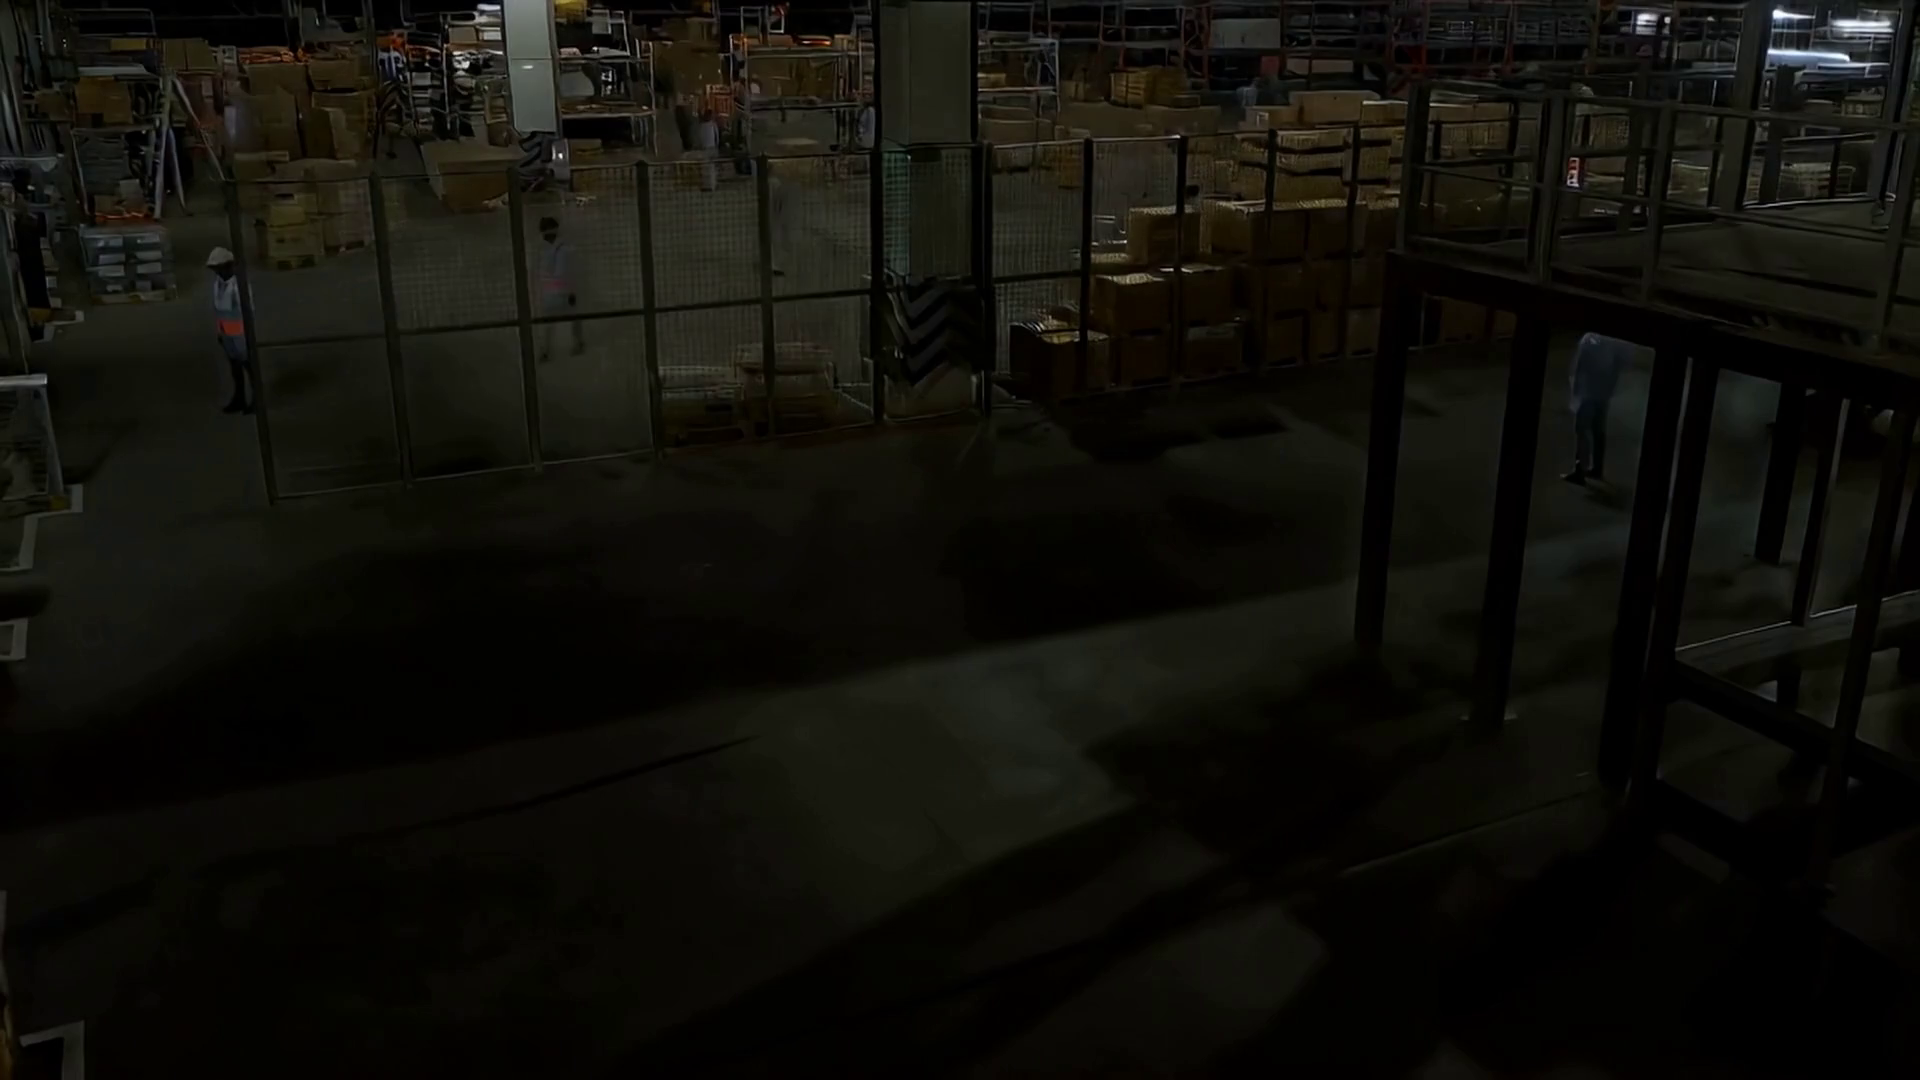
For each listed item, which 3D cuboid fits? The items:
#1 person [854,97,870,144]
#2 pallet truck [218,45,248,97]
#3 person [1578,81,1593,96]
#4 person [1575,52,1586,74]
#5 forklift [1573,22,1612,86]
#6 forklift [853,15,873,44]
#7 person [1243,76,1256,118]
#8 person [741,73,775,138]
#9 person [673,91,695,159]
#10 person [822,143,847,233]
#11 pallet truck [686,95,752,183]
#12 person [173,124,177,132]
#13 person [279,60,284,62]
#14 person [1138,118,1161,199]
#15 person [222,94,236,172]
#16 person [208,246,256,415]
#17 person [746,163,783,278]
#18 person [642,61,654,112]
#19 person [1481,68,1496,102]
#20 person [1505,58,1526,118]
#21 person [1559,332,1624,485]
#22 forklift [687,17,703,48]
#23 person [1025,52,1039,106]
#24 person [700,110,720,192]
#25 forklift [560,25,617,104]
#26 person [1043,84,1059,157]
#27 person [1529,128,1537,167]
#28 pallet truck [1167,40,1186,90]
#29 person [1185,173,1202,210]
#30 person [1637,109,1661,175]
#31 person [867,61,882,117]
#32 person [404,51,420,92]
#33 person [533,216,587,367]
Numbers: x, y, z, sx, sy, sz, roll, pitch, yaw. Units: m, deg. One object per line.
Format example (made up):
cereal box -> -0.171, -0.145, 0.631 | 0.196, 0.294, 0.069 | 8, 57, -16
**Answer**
person -> -2.539, -10.723, 43.539 | 0.541, 1.695, 0.316 | 15, 24, 37
pallet truck -> -28.879, -18.665, 66.111 | 0.823, 1.965, 1.885 | -3, 19, -9
person -> 18.477, -12.768, 49.321 | 0.532, 1.819, 0.995 | -5, 20, -14
person -> 24.698, -18.513, 66.122 | 0.537, 1.695, 0.320 | 14, 23, 34
forklift -> 25.545, -19.353, 66.771 | 1.873, 2.768, 1.129 | -9, 21, -25
forklift -> -4.405, -22.819, 76.819 | 1.129, 2.768, 1.873 | -6, 20, -17
person -> 9.029, -13.606, 51.911 | 0.321, 1.689, 0.531 | 17, 25, 40
person -> -6.153, -13.063, 50.038 | 1.005, 1.896, 0.645 | -1, 19, -2
person -> -7.376, -11.054, 44.387 | 0.543, 1.783, 0.949 | 6, 20, 17
person -> -2.440, -6.842, 32.330 | 0.482, 1.677, 0.928 | 2, 19, 5
pallet truck -> -5.836, -9.608, 39.856 | 0.823, 1.965, 1.885 | 10, 22, 27
person -> -24.503, -13.462, 51.581 | 0.515, 1.634, 0.314 | 13, 23, 33
person -> -22.850, -15.227, 56.240 | 0.628, 1.935, 0.373 | -8, 21, -22
person -> 4.246, -8.425, 36.791 | 0.554, 1.743, 0.621 | -16, 24, -38
person -> -18.486, -10.259, 41.897 | 0.516, 1.897, 0.575 | 8, 21, 22
person -> -8.304, -2.389, 19.018 | 0.543, 1.939, 0.370 | 10, 21, 26
person -> -3.335, -5.332, 27.603 | 0.963, 1.897, 0.653 | 13, 23, 33
person -> -11.054, -16.064, 58.687 | 0.551, 1.914, 0.696 | -10, 21, -26
person -> 16.497, -13.761, 51.983 | 0.378, 1.938, 0.547 | 13, 23, 34
person -> 18.588, -15.141, 55.829 | 0.688, 2.000, 0.536 | 1, 19, 3
person -> 6.261, -1.465, 16.510 | 0.621, 1.835, 0.430 | -15, 24, -36
forklift -> -11.460, -21.235, 72.226 | 1.873, 2.768, 1.129 | -9, 21, -25
person -> 2.694, -17.003, 61.359 | 0.604, 1.954, 0.483 | 3, 19, 9
person -> -5.699, -8.876, 37.973 | 0.429, 1.841, 0.621 | -1, 19, -2
forklift -> -14.055, -17.891, 62.534 | 1.873, 2.768, 1.129 | -9, 21, -25
person -> 2.478, -11.371, 45.095 | 0.397, 1.919, 0.582 | -16, 25, -38
person -> 12.627, -8.229, 35.895 | 0.518, 1.965, 0.628 | -17, 26, -41
pallet truck -> 9.045, -19.971, 69.895 | 0.823, 1.965, 1.885 | -3, 19, -8
person -> 3.514, -4.690, 25.703 | 0.378, 1.928, 0.585 | 5, 20, 14
person -> 15.446, -8.834, 37.583 | 0.789, 2.022, 0.626 | 9, 21, 25
person -> -2.949, -15.460, 56.990 | 0.610, 1.878, 0.759 | 8, 20, 21
person -> -22.509, -19.337, 68.229 | 0.575, 1.884, 0.355 | 13, 23, 34
person -> -5.214, -3.257, 21.584 | 0.617, 1.912, 0.969 | 6, 20, 18
